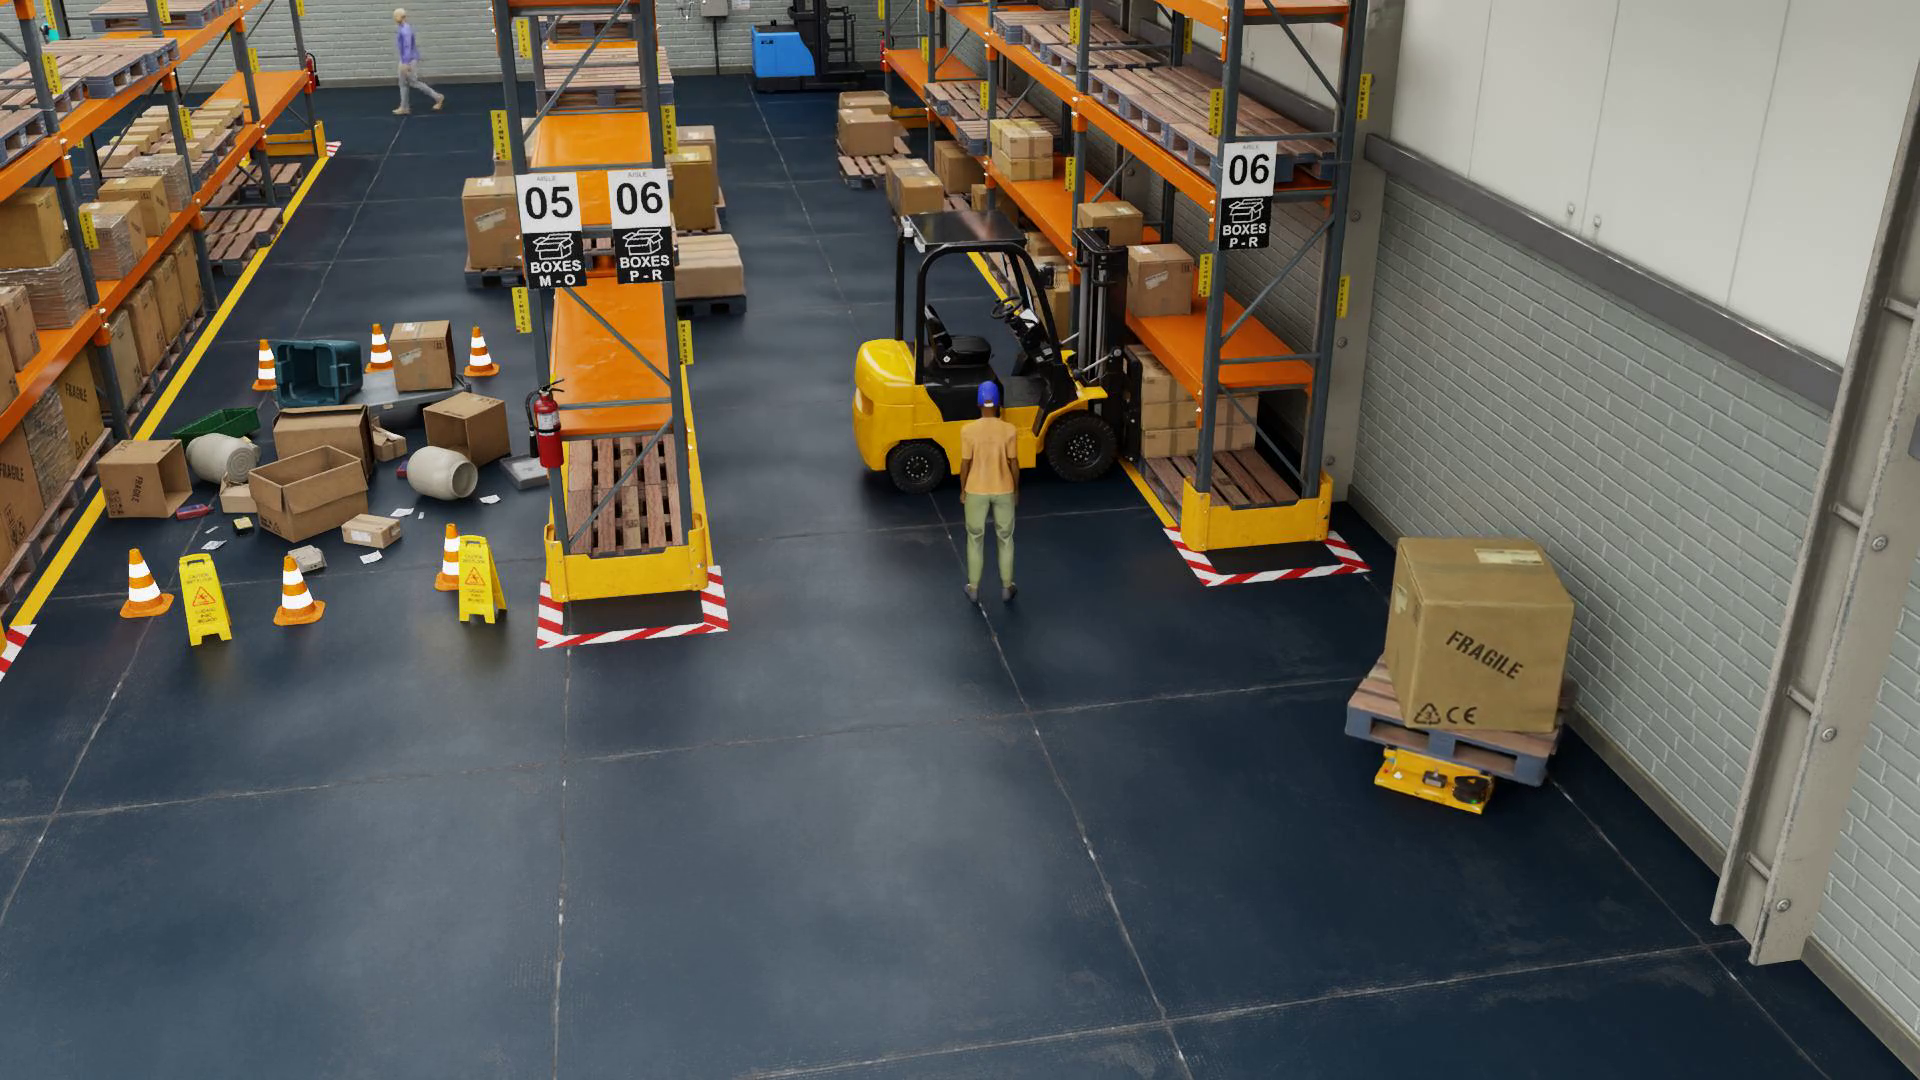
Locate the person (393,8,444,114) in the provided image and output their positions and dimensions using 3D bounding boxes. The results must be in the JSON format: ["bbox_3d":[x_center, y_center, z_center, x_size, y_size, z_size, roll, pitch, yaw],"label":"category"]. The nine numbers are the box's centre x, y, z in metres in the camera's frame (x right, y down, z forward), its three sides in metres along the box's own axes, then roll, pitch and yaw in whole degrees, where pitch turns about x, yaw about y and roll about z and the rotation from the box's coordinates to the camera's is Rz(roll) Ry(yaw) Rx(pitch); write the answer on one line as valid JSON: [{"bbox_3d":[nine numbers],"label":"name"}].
[{"bbox_3d":[-9.375,-8.193,28.460,0.819,1.772,0.603,-10,27,-19],"label":"person"}]

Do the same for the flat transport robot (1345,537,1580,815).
[{"bbox_3d":[3.171,1.236,10.556,0.659,0.231,1.431,14,29,27],"label":"flat transport robot"}]

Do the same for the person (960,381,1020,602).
[{"bbox_3d":[0.219,-0.354,12.192,0.439,1.719,0.339,-1,26,-1],"label":"person"}]

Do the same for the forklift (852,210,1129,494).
[{"bbox_3d":[0.216,-1.659,14.366,2.313,2.155,1.214,-5,26,-10],"label":"forklift"}]

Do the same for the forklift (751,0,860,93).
[{"bbox_3d":[-2.872,-9.679,30.288,1.873,2.768,1.129,-5,26,-10],"label":"forklift"}]

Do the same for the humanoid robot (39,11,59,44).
[{"bbox_3d":[-14.945,-8.034,28.050,0.738,1.694,0.537,1,26,3],"label":"humanoid robot"}]
